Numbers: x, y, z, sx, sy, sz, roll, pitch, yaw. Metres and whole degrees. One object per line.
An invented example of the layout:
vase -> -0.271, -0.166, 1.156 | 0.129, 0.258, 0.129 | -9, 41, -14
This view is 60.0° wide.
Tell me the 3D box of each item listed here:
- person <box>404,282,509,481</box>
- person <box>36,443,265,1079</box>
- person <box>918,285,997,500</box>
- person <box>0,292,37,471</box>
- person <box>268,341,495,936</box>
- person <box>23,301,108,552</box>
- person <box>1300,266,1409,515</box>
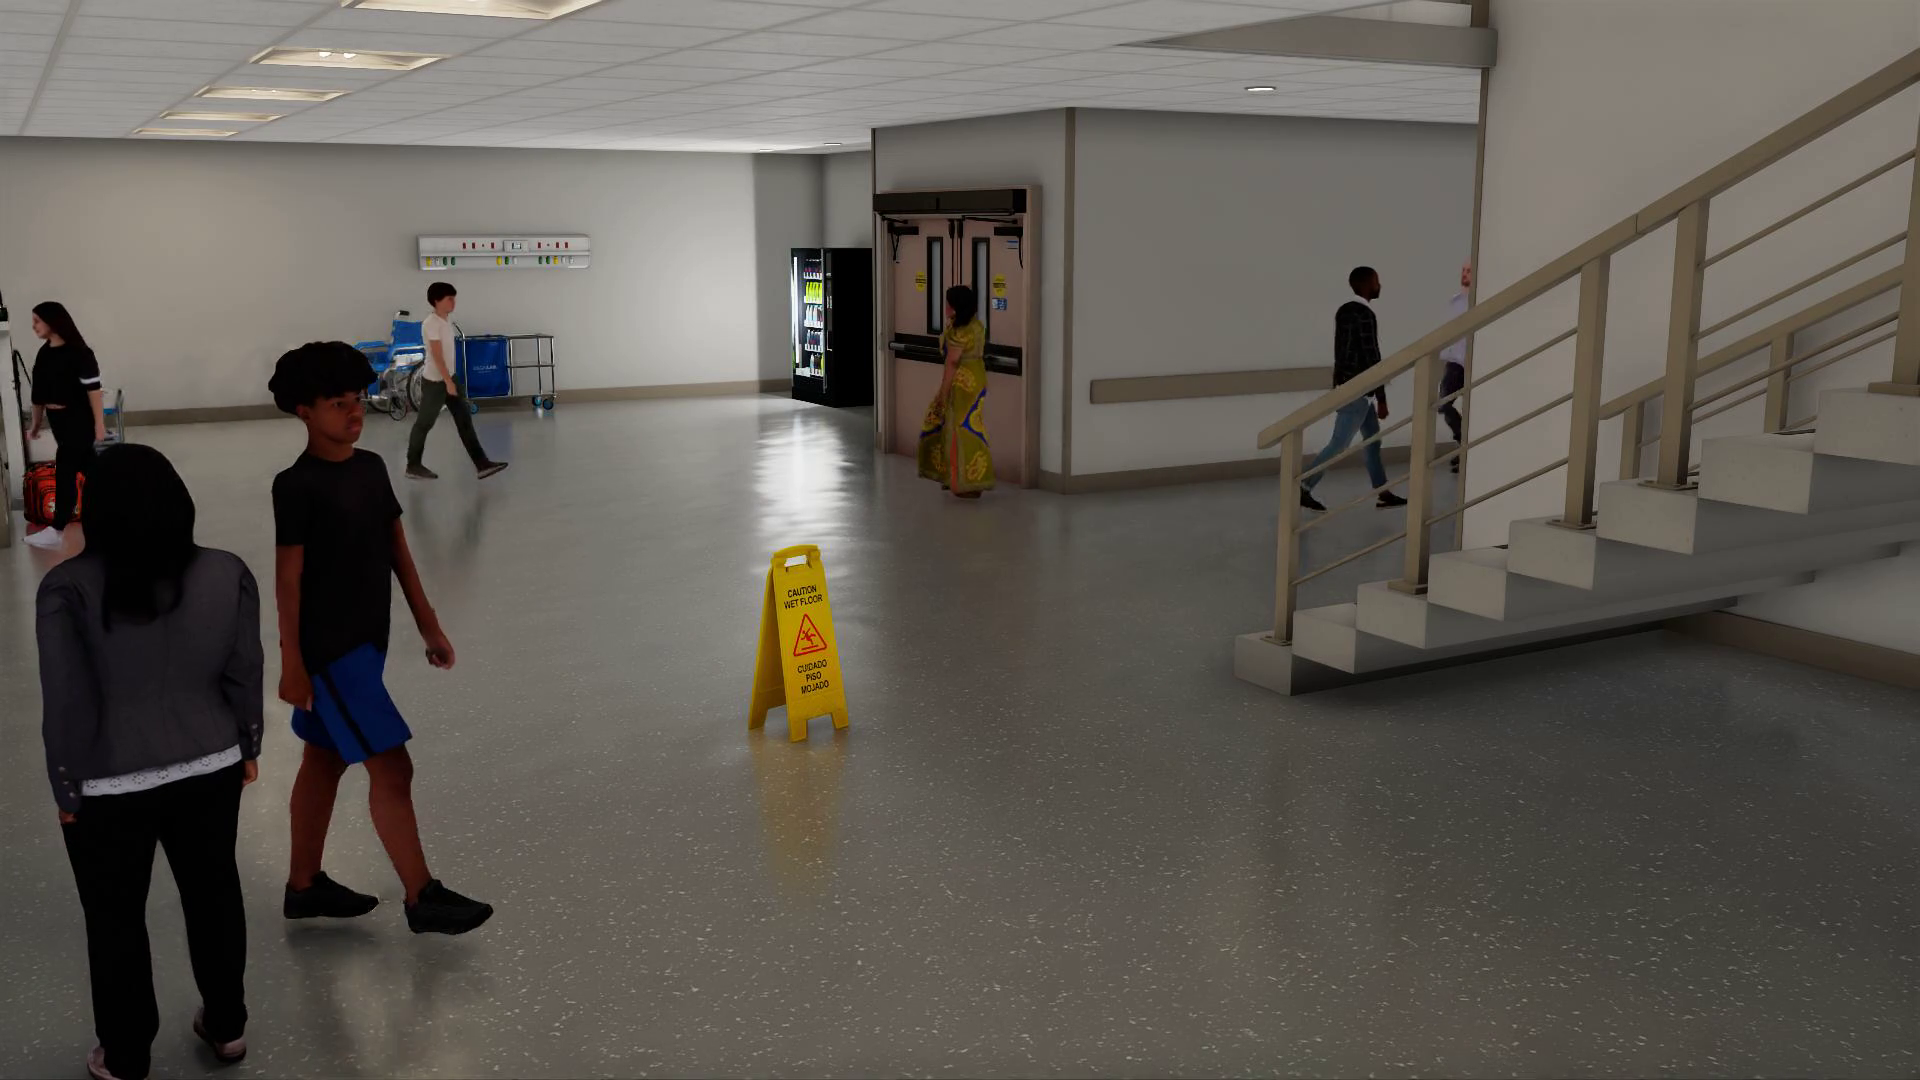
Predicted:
person -> -4.331, -1.257, 13.608 | 1.077, 1.609, 1.089 | 2, 11, 10
person -> -1.985, 0.556, 4.092 | 0.741, 1.594, 0.741 | 10, 15, 43
person -> 0.117, -1.137, 12.880 | 1.084, 1.644, 1.010 | 3, 11, 18
person -> -8.165, -1.407, 14.291 | 0.718, 1.649, 0.761 | -4, 11, -20
person -> -1.915, 0.314, 4.917 | 1.017, 1.762, 0.998 | 1, 11, 7
person -> -5.763, -0.728, 10.911 | 1.119, 1.576, 1.101 | 4, 11, 19
person -> 2.758, -1.036, 11.997 | 1.087, 1.775, 1.260 | -1, 11, -7
